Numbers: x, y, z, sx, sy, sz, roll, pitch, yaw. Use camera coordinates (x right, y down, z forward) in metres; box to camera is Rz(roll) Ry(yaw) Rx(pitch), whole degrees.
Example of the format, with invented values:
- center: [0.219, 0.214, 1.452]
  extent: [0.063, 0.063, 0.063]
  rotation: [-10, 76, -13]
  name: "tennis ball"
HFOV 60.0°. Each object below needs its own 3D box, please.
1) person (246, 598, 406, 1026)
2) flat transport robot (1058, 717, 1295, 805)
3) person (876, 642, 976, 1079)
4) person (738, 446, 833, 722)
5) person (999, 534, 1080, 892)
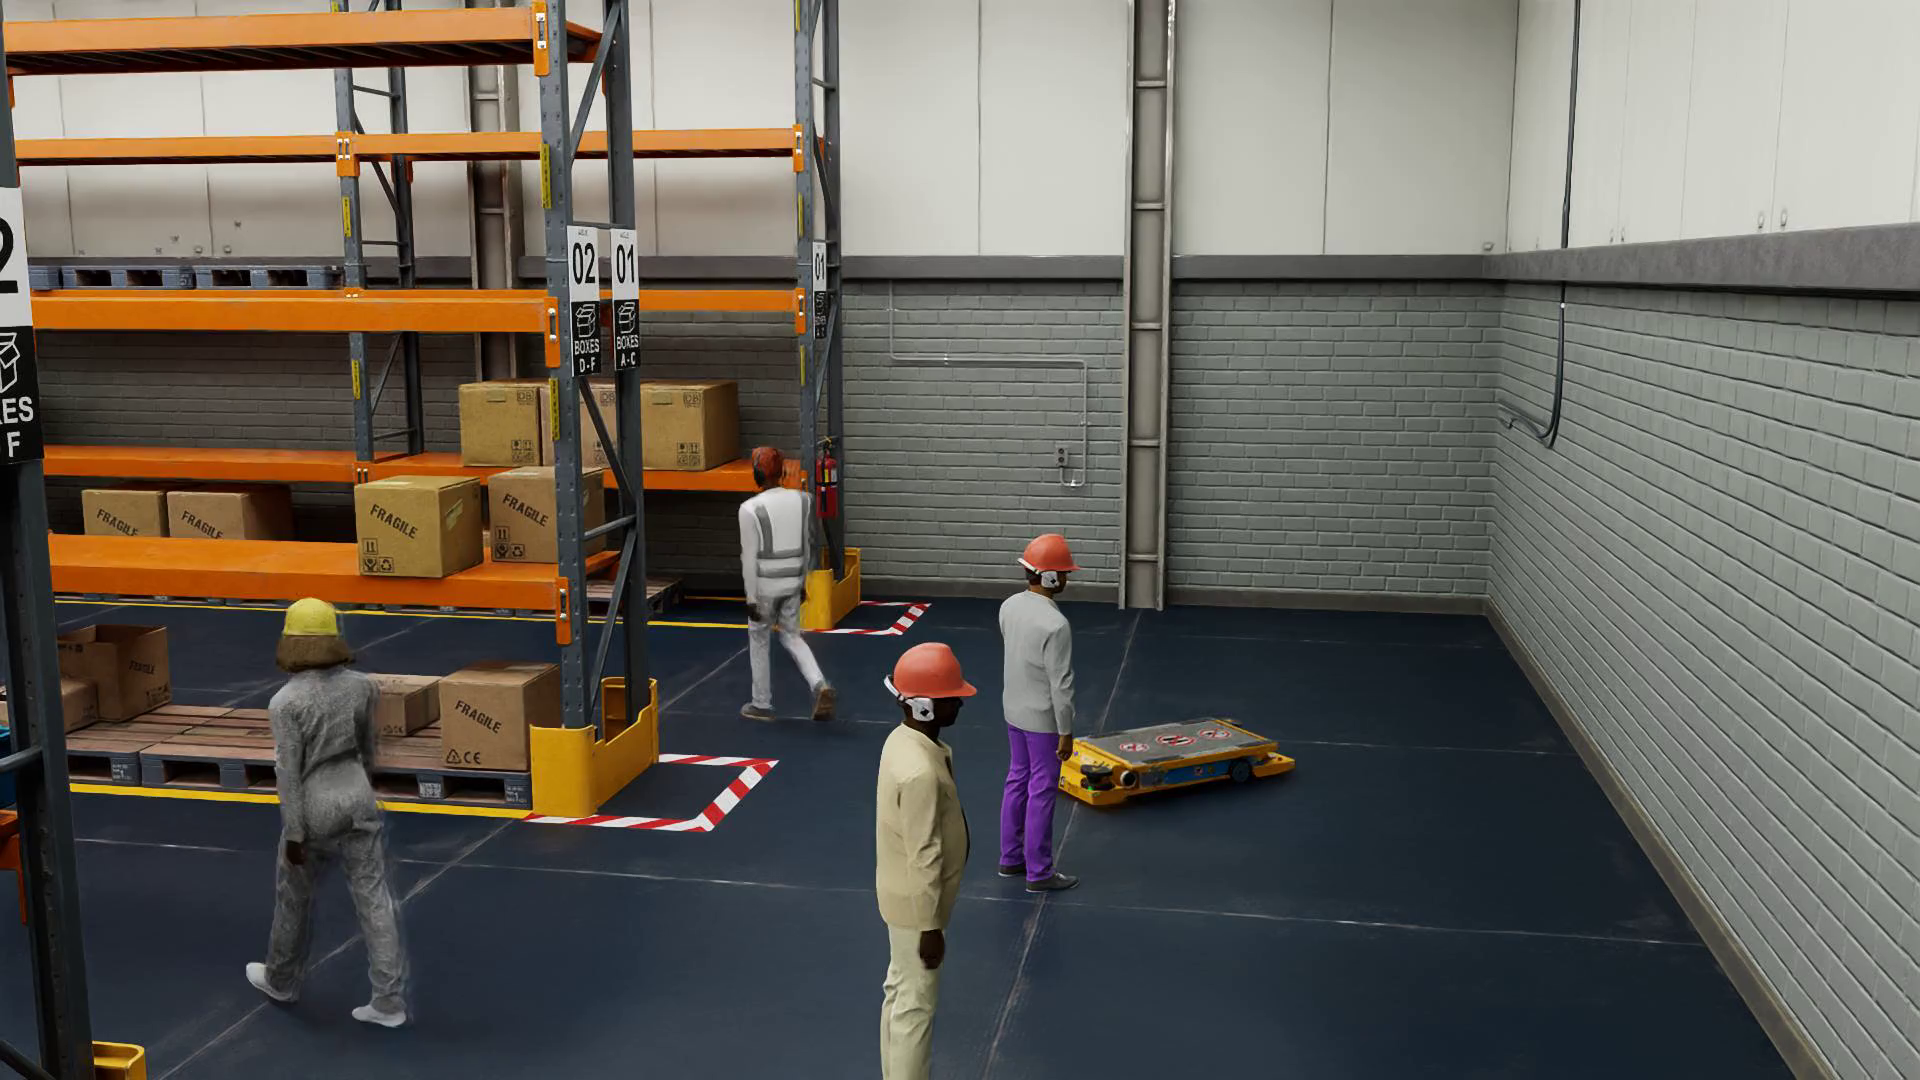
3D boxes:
- center: [-2.567, 1.077, 6.658]
  extent: [0.885, 1.696, 0.500]
  rotation: [6, 11, 33]
  name: "person"
- center: [1.209, 1.283, 9.800]
  extent: [1.431, 0.197, 0.652]
  rotation: [-5, 10, -28]
  name: "flat transport robot"
- center: [-0.115, 1.208, 5.677]
  extent: [0.339, 1.752, 0.564]
  rotation: [-1, 9, -7]
  name: "person"
- center: [-1.167, 0.312, 10.907]
  extent: [0.584, 1.860, 0.712]
  rotation: [-8, 12, -40]
  name: "person"
- center: [0.401, 0.831, 8.053]
  extent: [0.341, 1.745, 0.569]
  rotation: [-5, 10, -26]
  name: "person"
